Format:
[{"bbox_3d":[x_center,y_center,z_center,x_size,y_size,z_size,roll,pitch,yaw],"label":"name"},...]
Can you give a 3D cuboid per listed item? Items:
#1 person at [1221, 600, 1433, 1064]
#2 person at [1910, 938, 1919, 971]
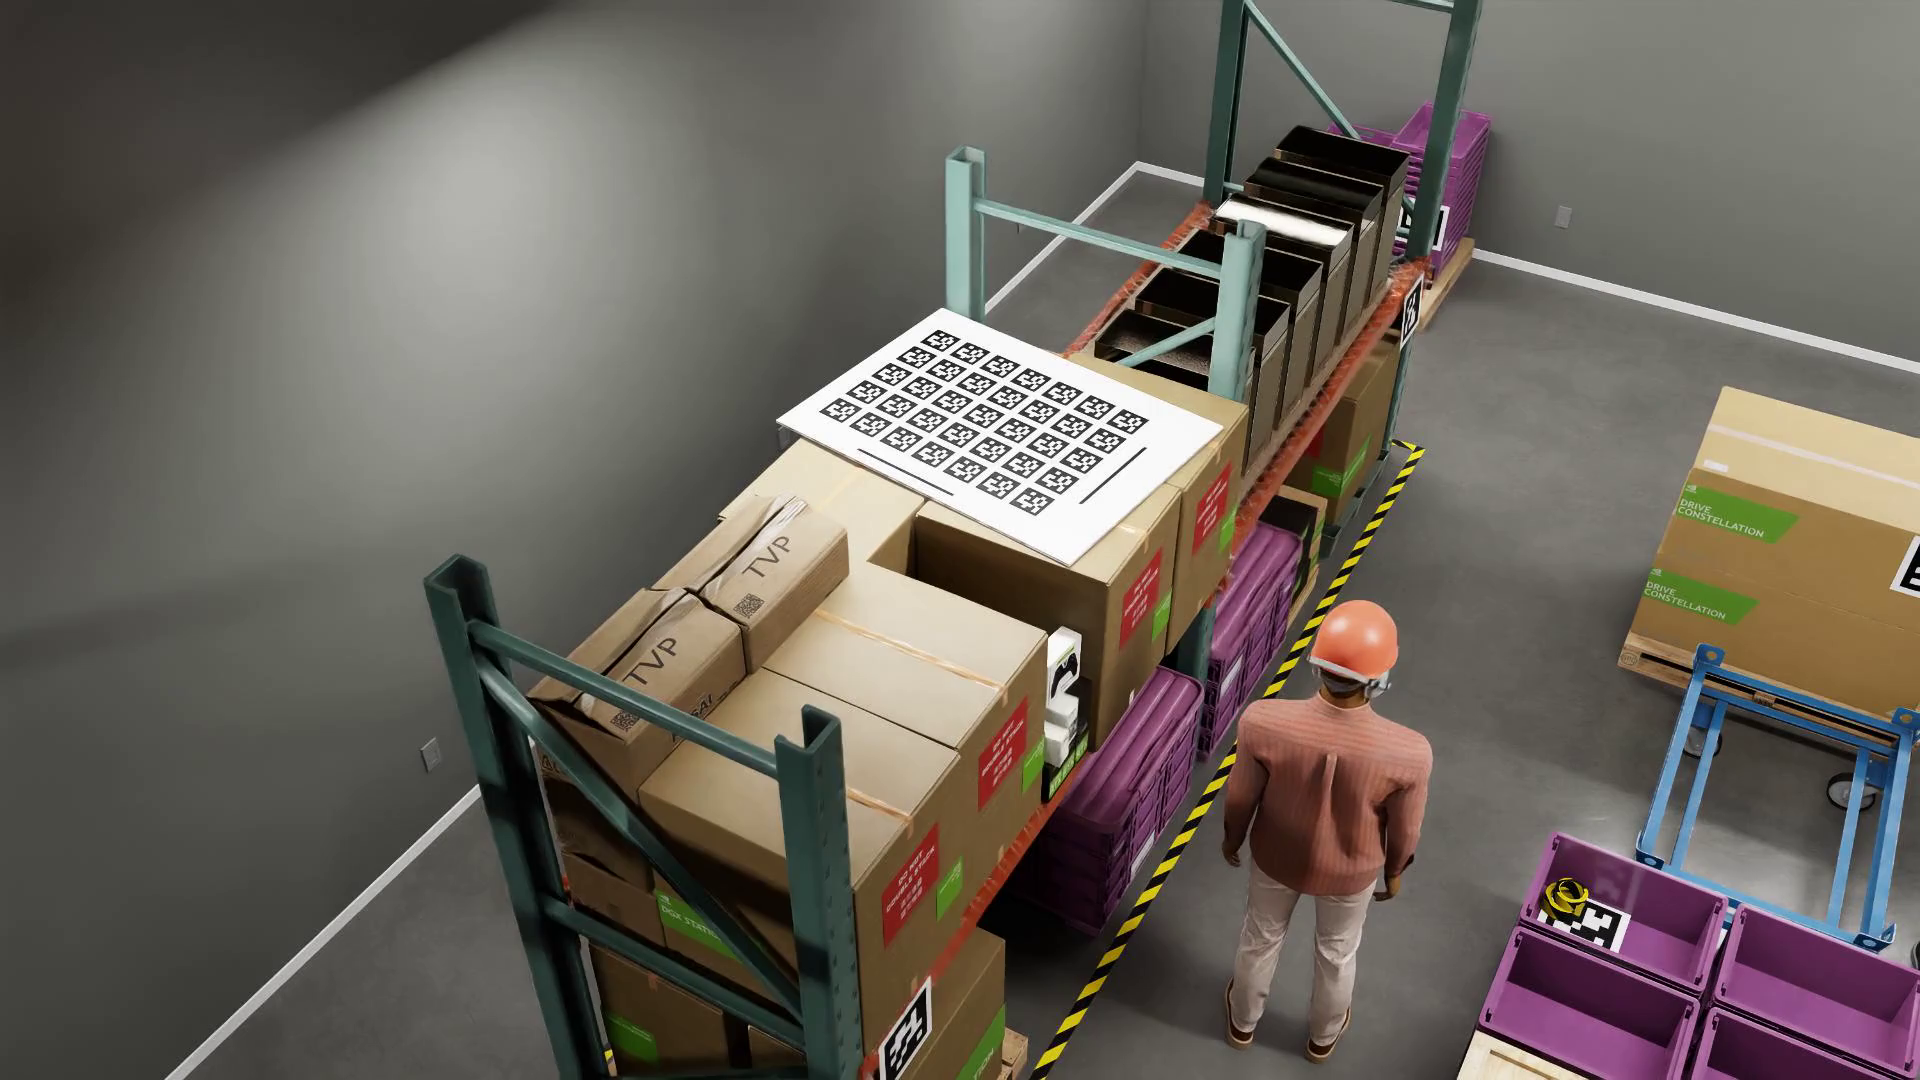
[{"bbox_3d":[1.149,0.989,5.381,0.611,1.987,0.389,11,41,12],"label":"person"},{"bbox_3d":[3.707,0.950,5.546,0.590,1.833,0.404,22,45,24],"label":"person"}]
